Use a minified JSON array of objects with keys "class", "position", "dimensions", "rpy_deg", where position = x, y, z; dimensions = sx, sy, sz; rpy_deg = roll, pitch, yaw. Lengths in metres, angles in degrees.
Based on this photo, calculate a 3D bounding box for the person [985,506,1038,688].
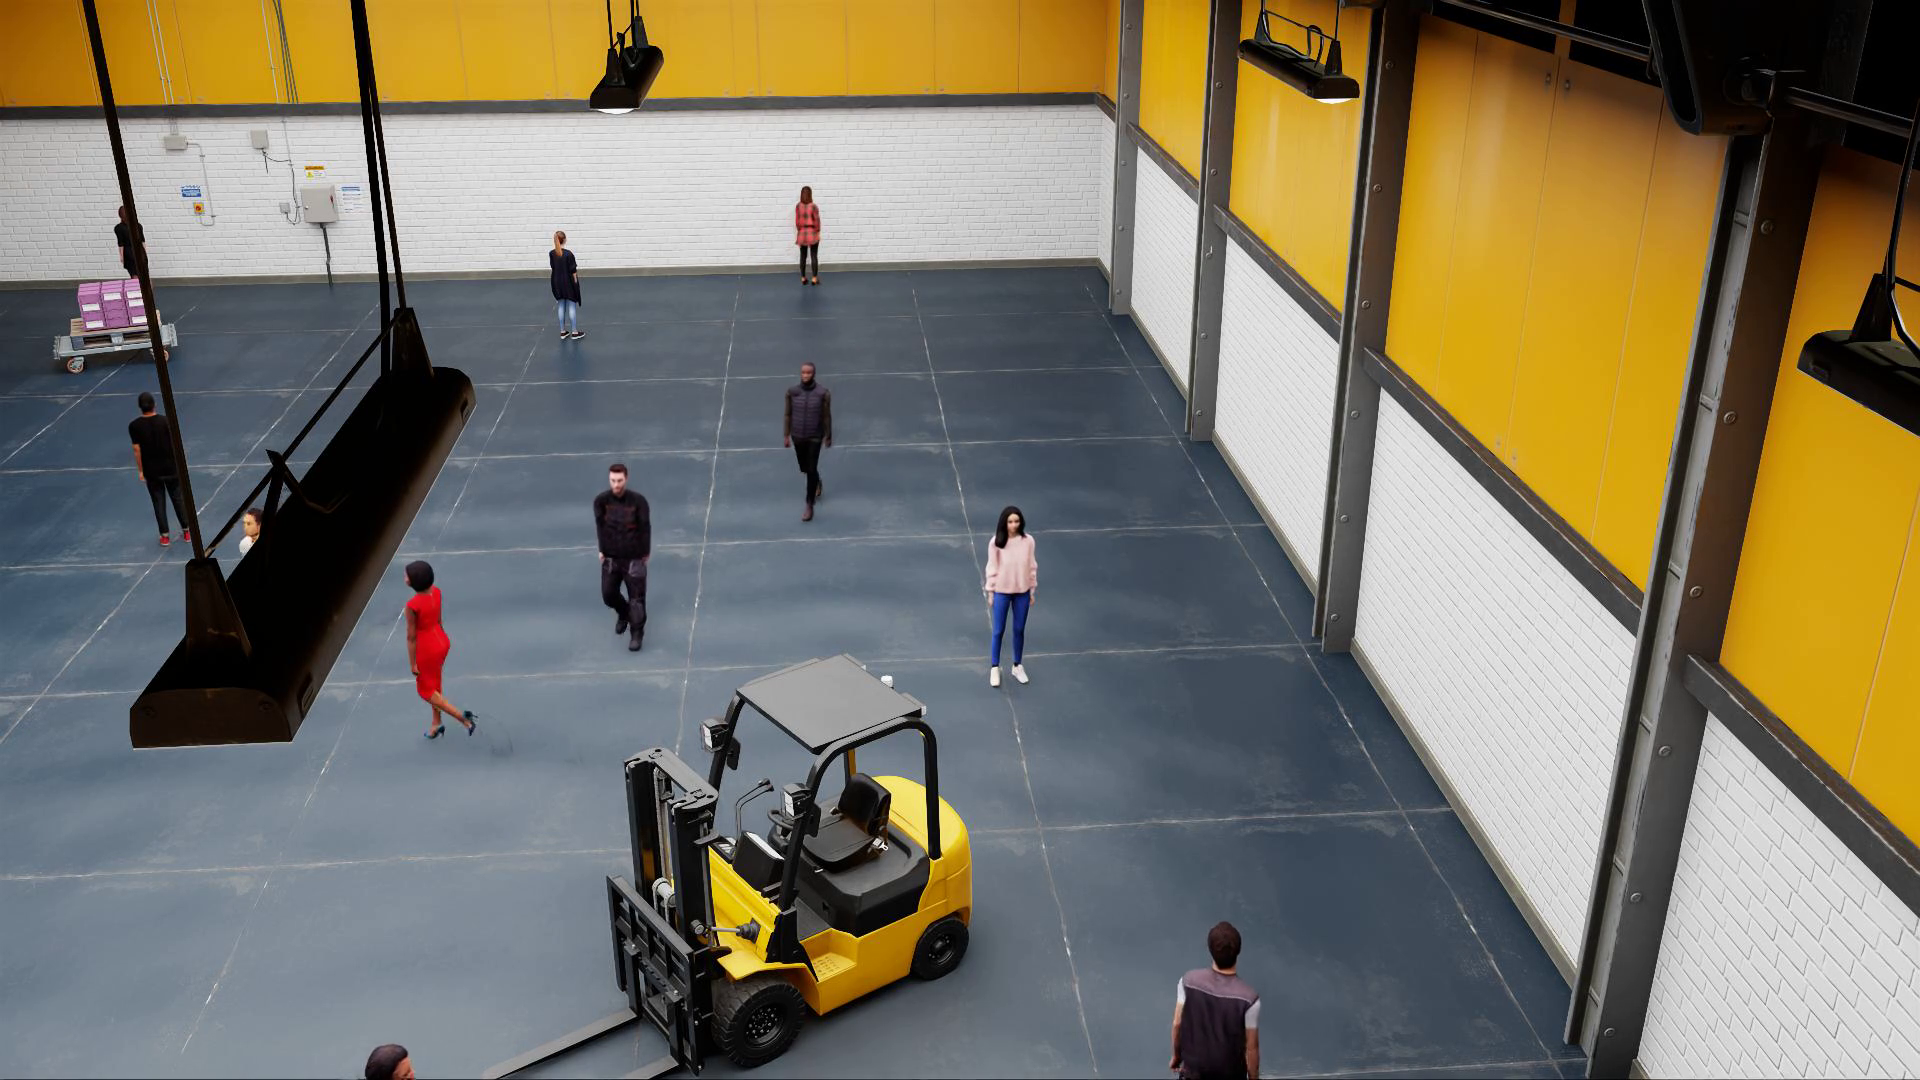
[{"class":"person","position":[0.469,0.498,15.400],"dimensions":[0.662,1.769,0.568],"rpy_deg":[-4,24,-9]}]

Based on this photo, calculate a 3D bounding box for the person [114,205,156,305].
[{"class":"person","position":[-13.514,-4.638,27.229],"dimensions":[0.657,1.705,0.684],"rpy_deg":[-20,30,-38]}]

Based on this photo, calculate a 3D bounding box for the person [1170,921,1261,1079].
[{"class":"person","position":[1.403,3.077,9.450],"dimensions":[1.074,1.808,1.294],"rpy_deg":[11,26,24]}]

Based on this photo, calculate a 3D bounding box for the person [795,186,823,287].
[{"class":"person","position":[-2.615,-5.241,28.616],"dimensions":[0.698,1.700,0.695],"rpy_deg":[8,25,18]}]

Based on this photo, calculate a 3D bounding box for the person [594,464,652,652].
[{"class":"person","position":[-3.239,0.124,16.088],"dimensions":[0.735,1.903,0.809],"rpy_deg":[1,24,2]}]

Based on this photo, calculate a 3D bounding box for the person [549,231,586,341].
[{"class":"person","position":[-6.094,-3.936,25.648],"dimensions":[0.708,1.684,0.697],"rpy_deg":[8,25,17]}]

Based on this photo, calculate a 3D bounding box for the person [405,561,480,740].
[{"class":"person","position":[-4.482,1.000,14.304],"dimensions":[0.858,1.727,0.905],"rpy_deg":[9,25,20]}]

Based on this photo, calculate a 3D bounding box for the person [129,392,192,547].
[{"class":"person","position":[-8.821,-0.793,18.370],"dimensions":[0.698,1.756,0.677],"rpy_deg":[-10,25,-21]}]

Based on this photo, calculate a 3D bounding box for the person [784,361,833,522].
[{"class":"person","position":[-1.739,-1.194,19.230],"dimensions":[0.924,1.801,1.254],"rpy_deg":[5,24,10]}]
